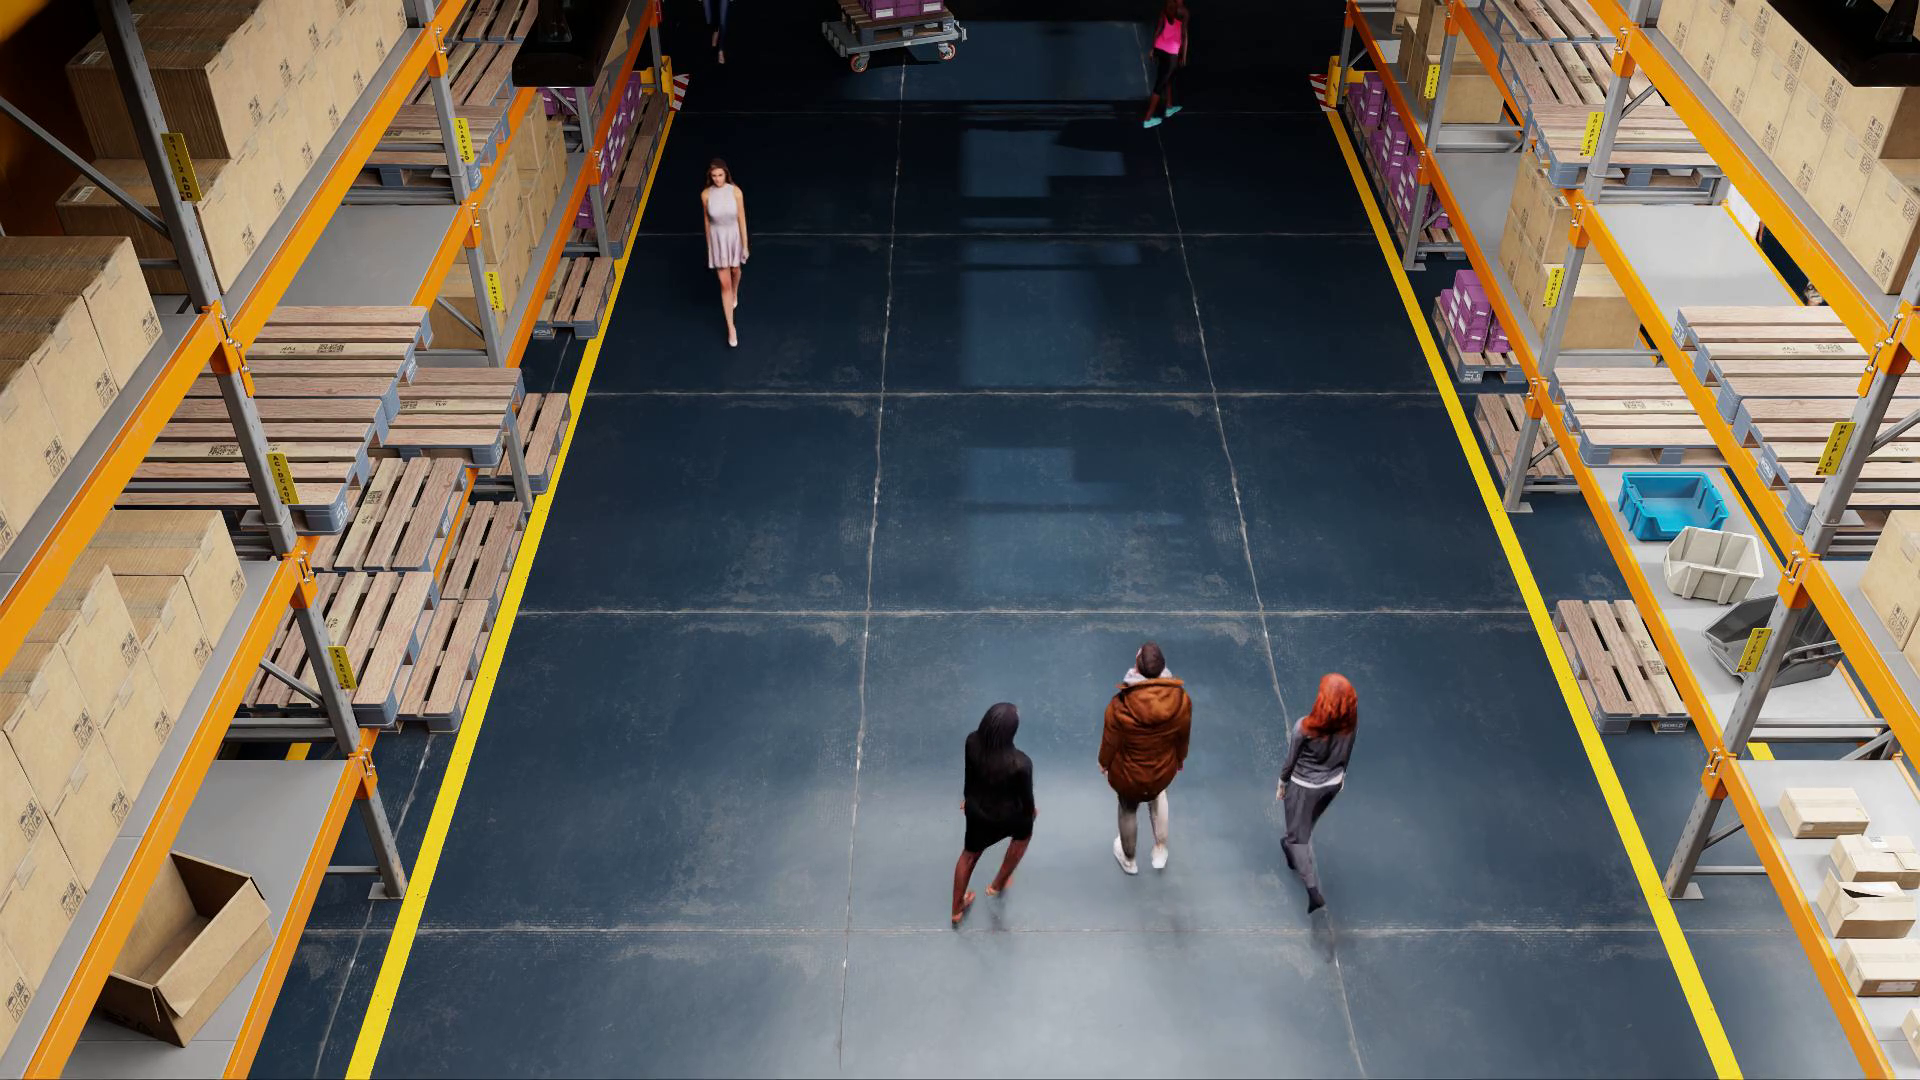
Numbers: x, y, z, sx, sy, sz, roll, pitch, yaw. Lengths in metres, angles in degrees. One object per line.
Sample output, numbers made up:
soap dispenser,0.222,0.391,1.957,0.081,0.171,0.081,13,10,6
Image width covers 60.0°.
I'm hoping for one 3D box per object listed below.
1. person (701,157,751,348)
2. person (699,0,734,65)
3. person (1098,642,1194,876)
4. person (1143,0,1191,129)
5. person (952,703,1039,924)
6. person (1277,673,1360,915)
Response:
person,-2.151,-2.753,15.426,0.637,1.718,1.137,-4,39,-5
person,-3.001,-6.783,20.475,0.622,1.715,0.880,-3,39,-3
person,1.142,1.418,10.117,0.777,1.826,0.762,-10,40,-12
person,2.292,-5.502,18.890,0.880,1.690,0.887,-24,45,-27
person,0.212,1.678,9.900,0.844,1.691,0.915,18,42,21
person,2.158,1.535,10.026,0.740,1.756,1.038,-8,39,-10
